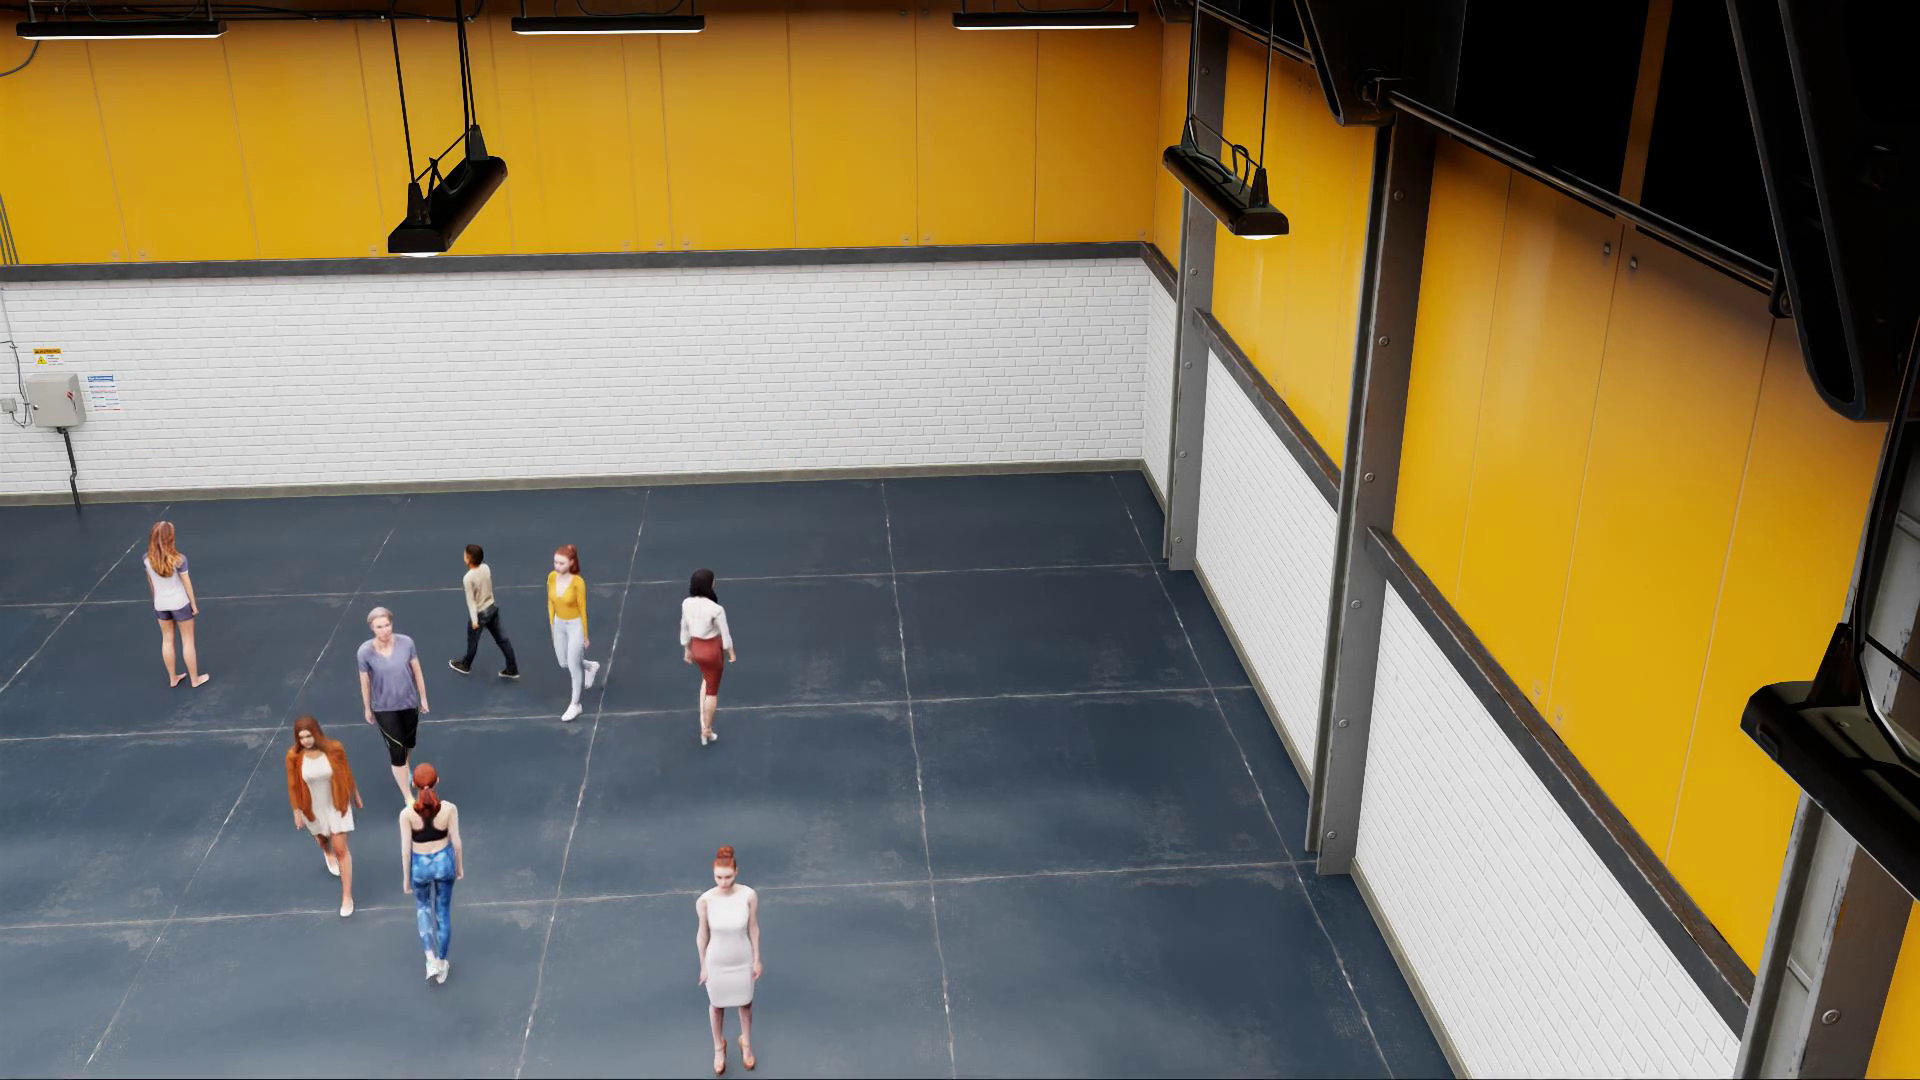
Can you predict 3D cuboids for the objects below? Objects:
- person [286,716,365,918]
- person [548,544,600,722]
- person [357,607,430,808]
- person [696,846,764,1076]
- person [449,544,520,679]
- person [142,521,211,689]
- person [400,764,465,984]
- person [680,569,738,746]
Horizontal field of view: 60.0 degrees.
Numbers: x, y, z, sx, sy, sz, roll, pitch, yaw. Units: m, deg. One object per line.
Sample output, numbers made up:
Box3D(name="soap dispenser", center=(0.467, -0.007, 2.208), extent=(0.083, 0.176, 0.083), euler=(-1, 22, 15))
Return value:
Box3D(name="person", center=(-5.001, 2.047, 13.101), extent=(0.834, 1.677, 1.191), euler=(-9, 25, -20))
Box3D(name="person", center=(-3.656, 0.827, 15.815), extent=(0.841, 1.739, 1.032), euler=(9, 25, 20))
Box3D(name="person", center=(-4.875, 1.419, 14.314), extent=(1.045, 1.856, 1.289), euler=(-15, 28, -31))
Box3D(name="person", center=(-1.537, 2.832, 11.162), extent=(0.599, 1.792, 0.527), euler=(-5, 24, -11))
Box3D(name="person", center=(-4.631, 0.747, 16.387), extent=(0.938, 1.427, 1.001), euler=(11, 26, 23))
Box3D(name="person", center=(-7.700, 0.637, 16.266), extent=(0.618, 1.726, 0.583), euler=(2, 24, 4))
Box3D(name="person", center=(-3.790, 2.474, 12.011), extent=(0.666, 1.768, 0.769), euler=(-9, 25, -19))
Box3D(name="person", center=(-2.343, 1.106, 15.178), extent=(0.724, 1.738, 0.767), euler=(13, 27, 27))
